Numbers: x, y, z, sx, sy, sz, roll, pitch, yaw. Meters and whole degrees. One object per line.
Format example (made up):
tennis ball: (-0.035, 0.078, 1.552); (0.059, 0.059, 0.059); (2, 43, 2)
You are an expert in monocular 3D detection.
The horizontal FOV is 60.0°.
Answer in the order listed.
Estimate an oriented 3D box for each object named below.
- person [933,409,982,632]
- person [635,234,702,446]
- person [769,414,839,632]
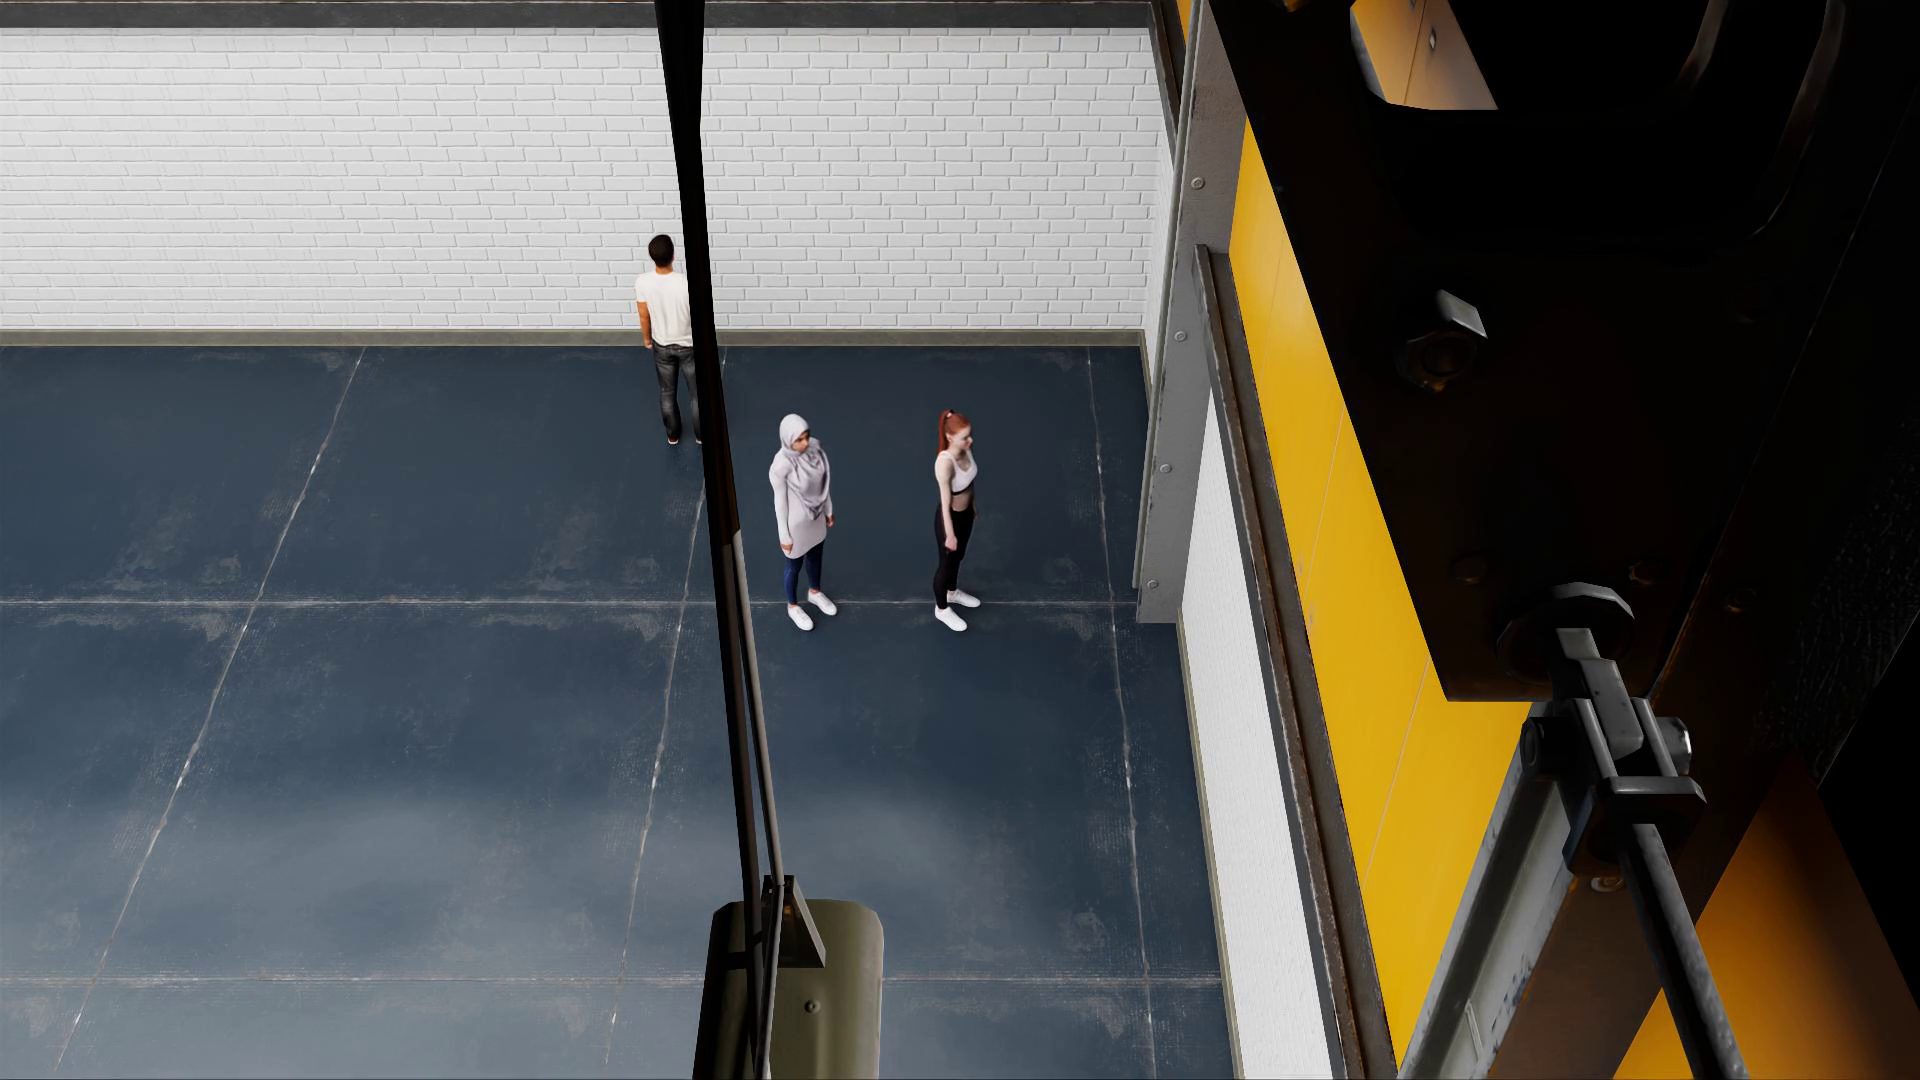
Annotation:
person: (-0.041, -0.151, 11.010); (0.724, 1.740, 0.607); (19, 47, 19)
person: (-2.120, -1.478, 12.358); (0.650, 1.803, 0.535); (2, 44, 2)
person: (-1.043, -0.142, 10.975); (0.745, 1.775, 0.677); (32, 52, 29)
